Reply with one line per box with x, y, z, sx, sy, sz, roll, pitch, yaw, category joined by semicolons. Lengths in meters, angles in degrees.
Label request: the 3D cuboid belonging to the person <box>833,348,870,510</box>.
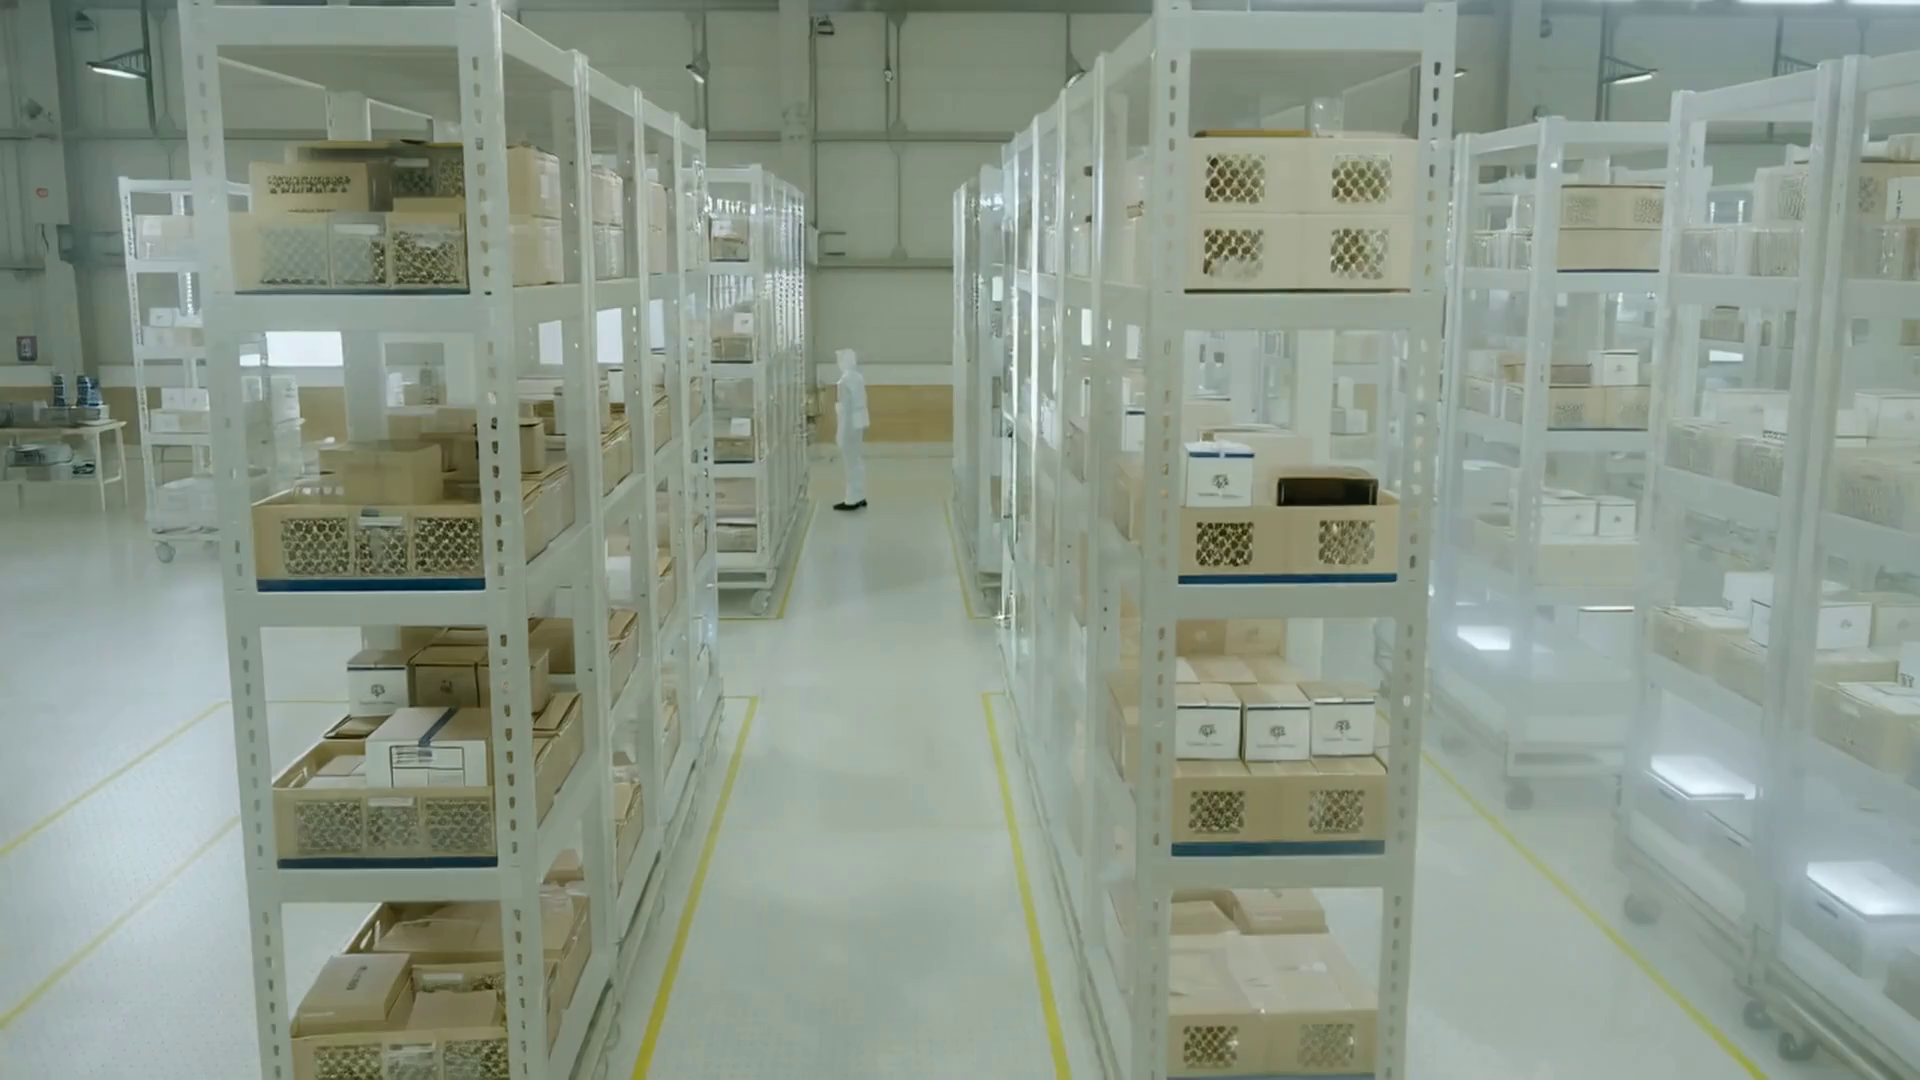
-1.229;-1.261;18.960;0.389;1.837;0.560;4;11;19;person
